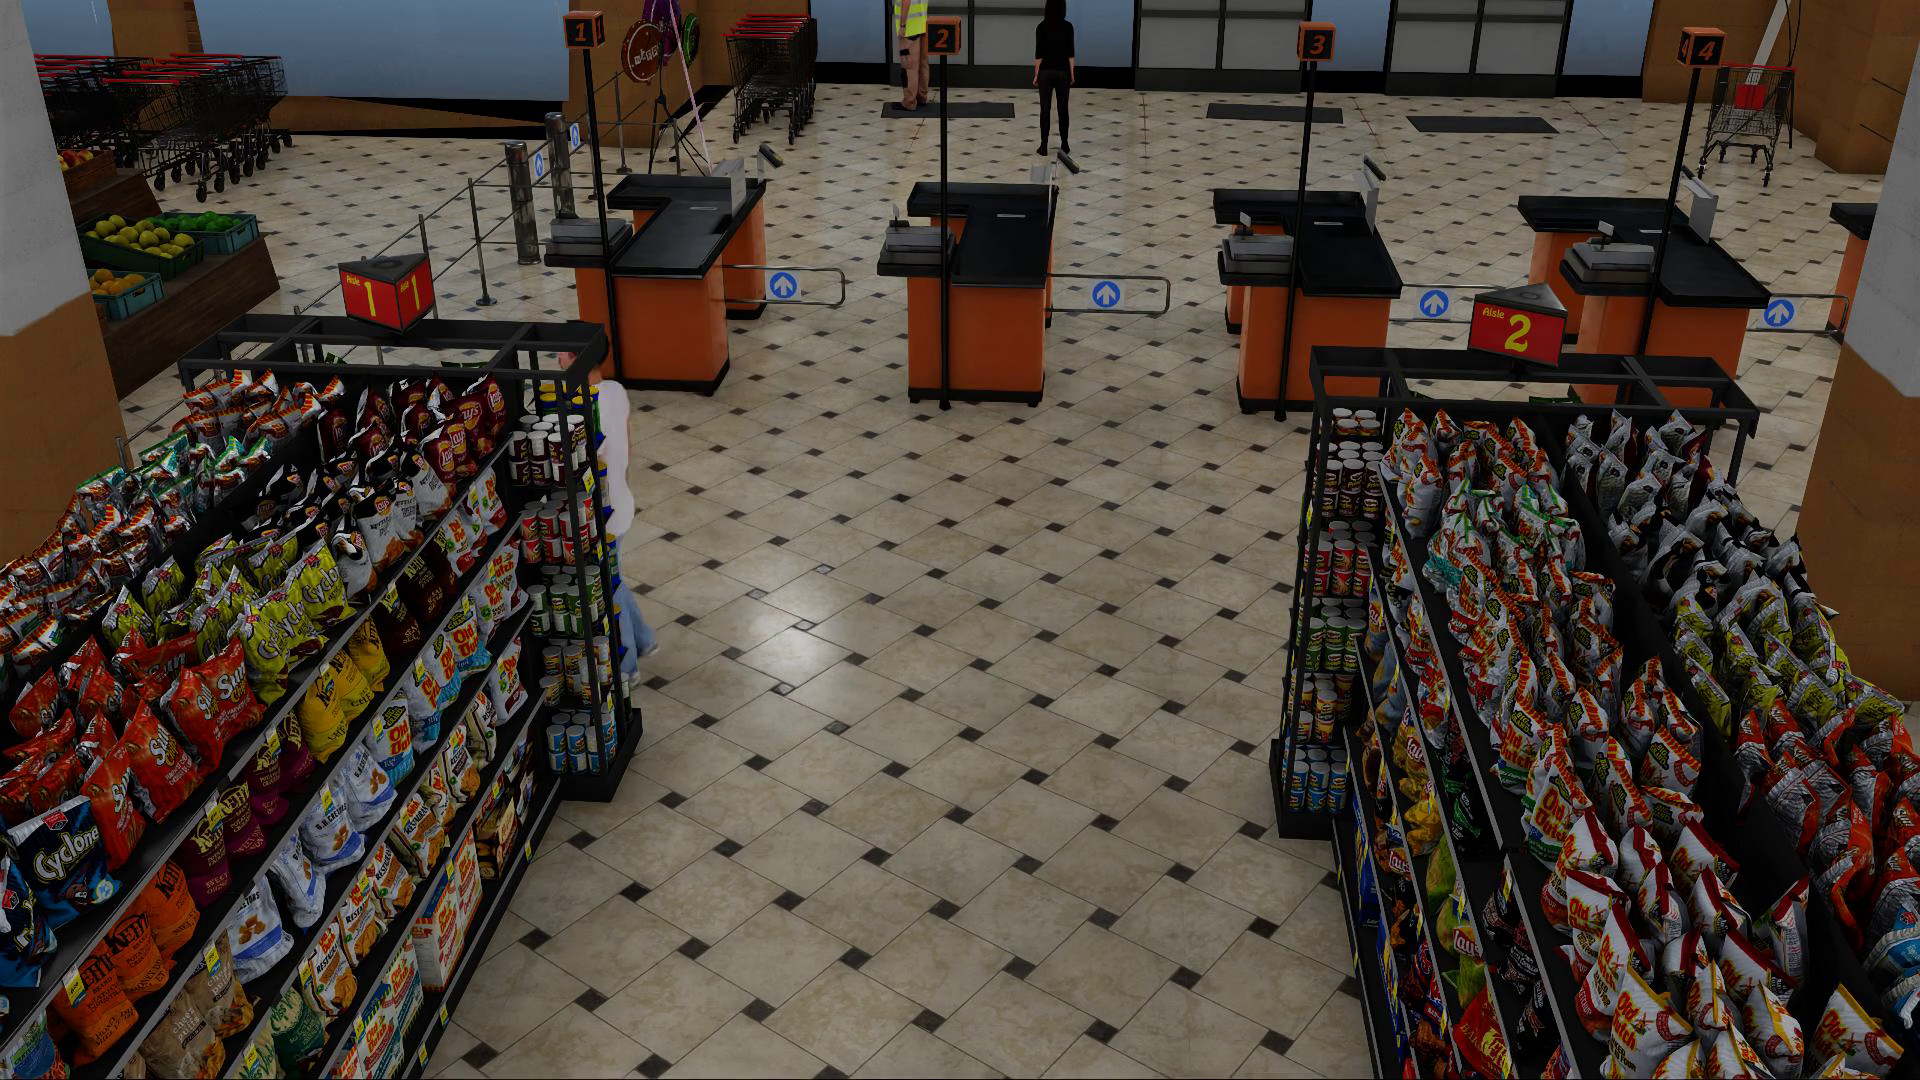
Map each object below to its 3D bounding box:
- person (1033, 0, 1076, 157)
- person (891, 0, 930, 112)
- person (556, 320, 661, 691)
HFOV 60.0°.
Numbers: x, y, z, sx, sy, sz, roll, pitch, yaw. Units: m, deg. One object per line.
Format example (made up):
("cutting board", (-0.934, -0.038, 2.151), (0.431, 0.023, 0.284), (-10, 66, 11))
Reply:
("person", (0.973, -4.799, 17.122), (0.605, 1.642, 0.533), (-1, 27, -2))
("person", (-0.556, -5.856, 18.982), (0.884, 1.845, 0.791), (15, 30, 27))
("person", (-1.572, -0.123, 7.665), (0.727, 1.857, 0.561), (2, 27, 5))
